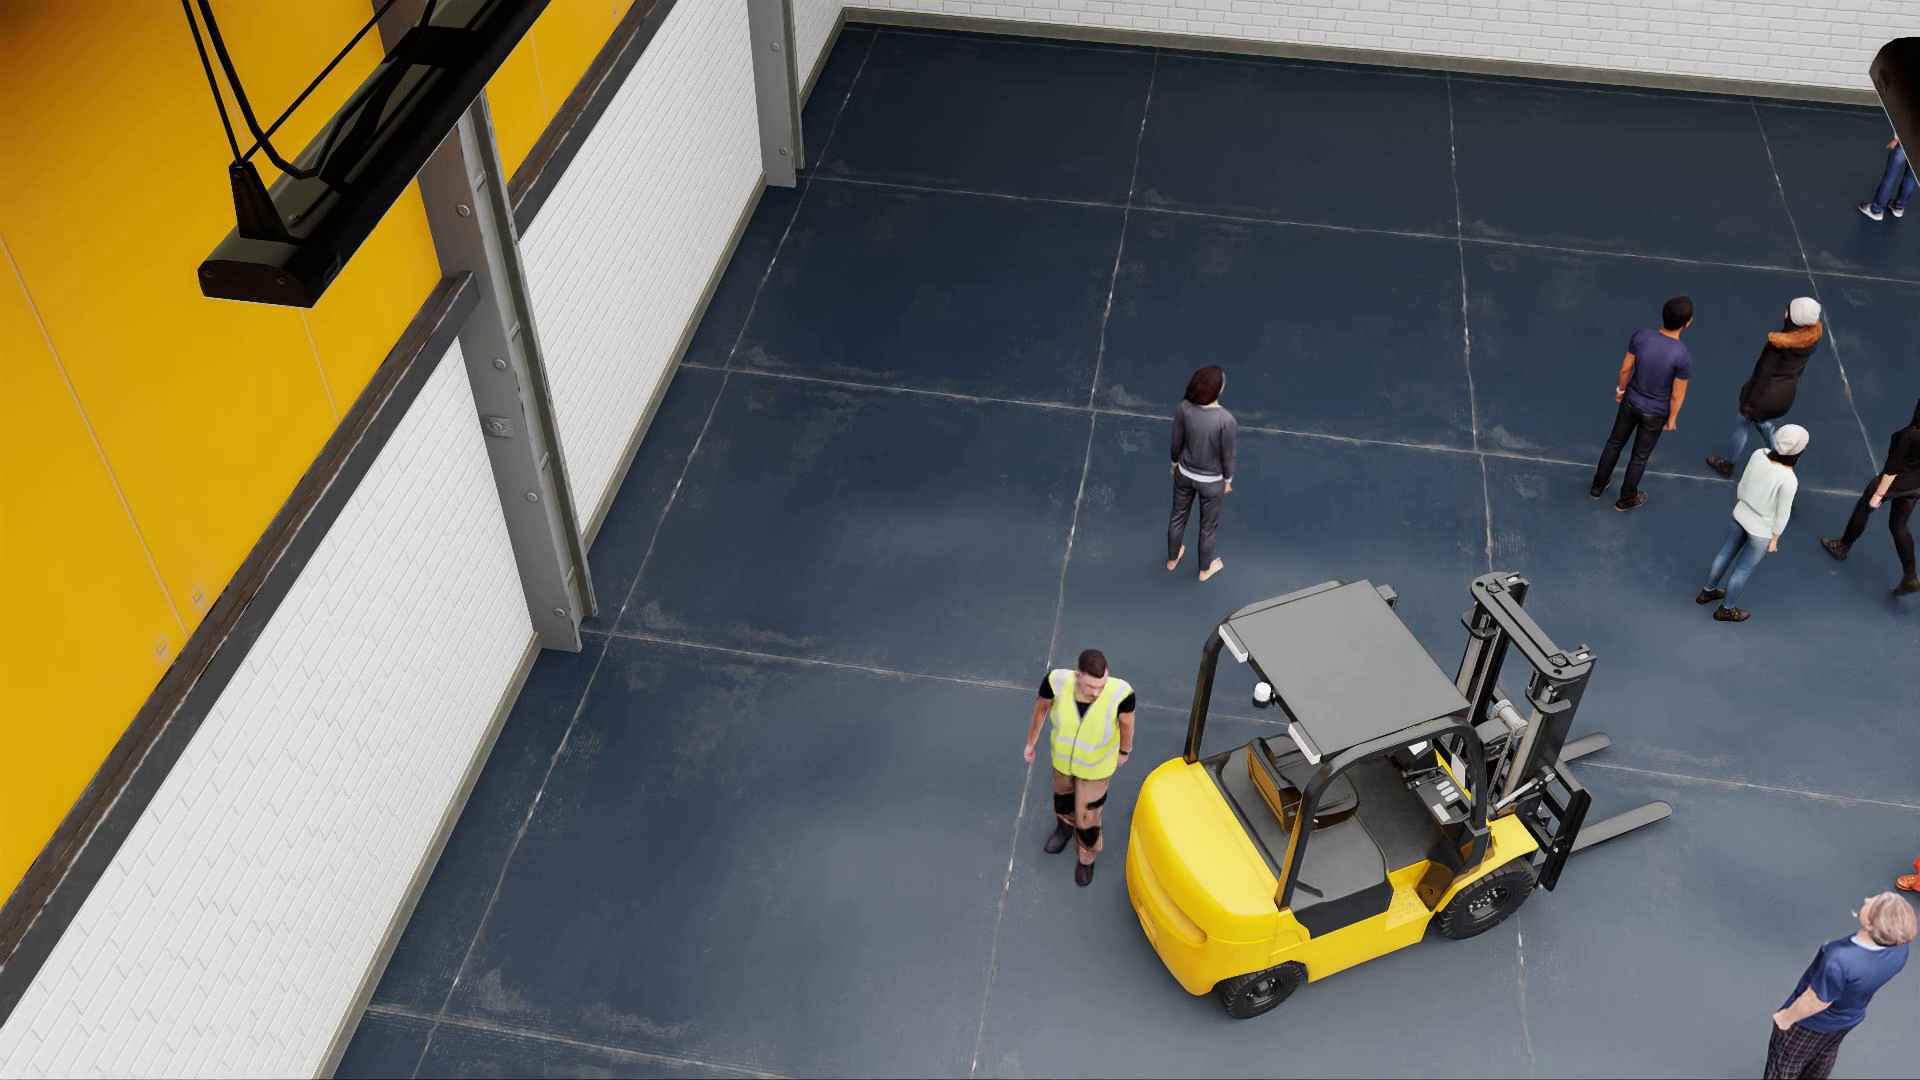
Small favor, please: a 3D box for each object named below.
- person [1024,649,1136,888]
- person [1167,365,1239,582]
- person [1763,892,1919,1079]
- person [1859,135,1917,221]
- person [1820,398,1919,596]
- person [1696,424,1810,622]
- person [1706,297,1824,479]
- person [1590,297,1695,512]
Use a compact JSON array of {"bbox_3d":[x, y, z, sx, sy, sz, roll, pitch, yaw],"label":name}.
[{"bbox_3d":[0.739,1.177,9.570,0.833,1.825,0.874,22,48,21],"label":"person"},{"bbox_3d":[1.637,-0.451,11.321,0.678,1.767,0.653,23,48,23],"label":"person"},{"bbox_3d":[4.331,2.344,8.312,0.738,1.871,0.728,-14,45,-14],"label":"person"},{"bbox_3d":[8.461,-3.572,14.749,0.603,1.557,0.605,-8,44,-8],"label":"person"},{"bbox_3d":[6.437,-0.316,11.288,0.876,1.617,1.107,-11,45,-11],"label":"person"},{"bbox_3d":[5.299,-0.127,11.069,0.702,1.645,0.589,-13,45,-14],"label":"person"},{"bbox_3d":[5.918,-1.027,12.032,0.896,1.621,0.984,-21,47,-21],"label":"person"},{"bbox_3d":[4.875,-0.967,11.843,0.737,1.793,0.717,-33,53,-30],"label":"person"}]
